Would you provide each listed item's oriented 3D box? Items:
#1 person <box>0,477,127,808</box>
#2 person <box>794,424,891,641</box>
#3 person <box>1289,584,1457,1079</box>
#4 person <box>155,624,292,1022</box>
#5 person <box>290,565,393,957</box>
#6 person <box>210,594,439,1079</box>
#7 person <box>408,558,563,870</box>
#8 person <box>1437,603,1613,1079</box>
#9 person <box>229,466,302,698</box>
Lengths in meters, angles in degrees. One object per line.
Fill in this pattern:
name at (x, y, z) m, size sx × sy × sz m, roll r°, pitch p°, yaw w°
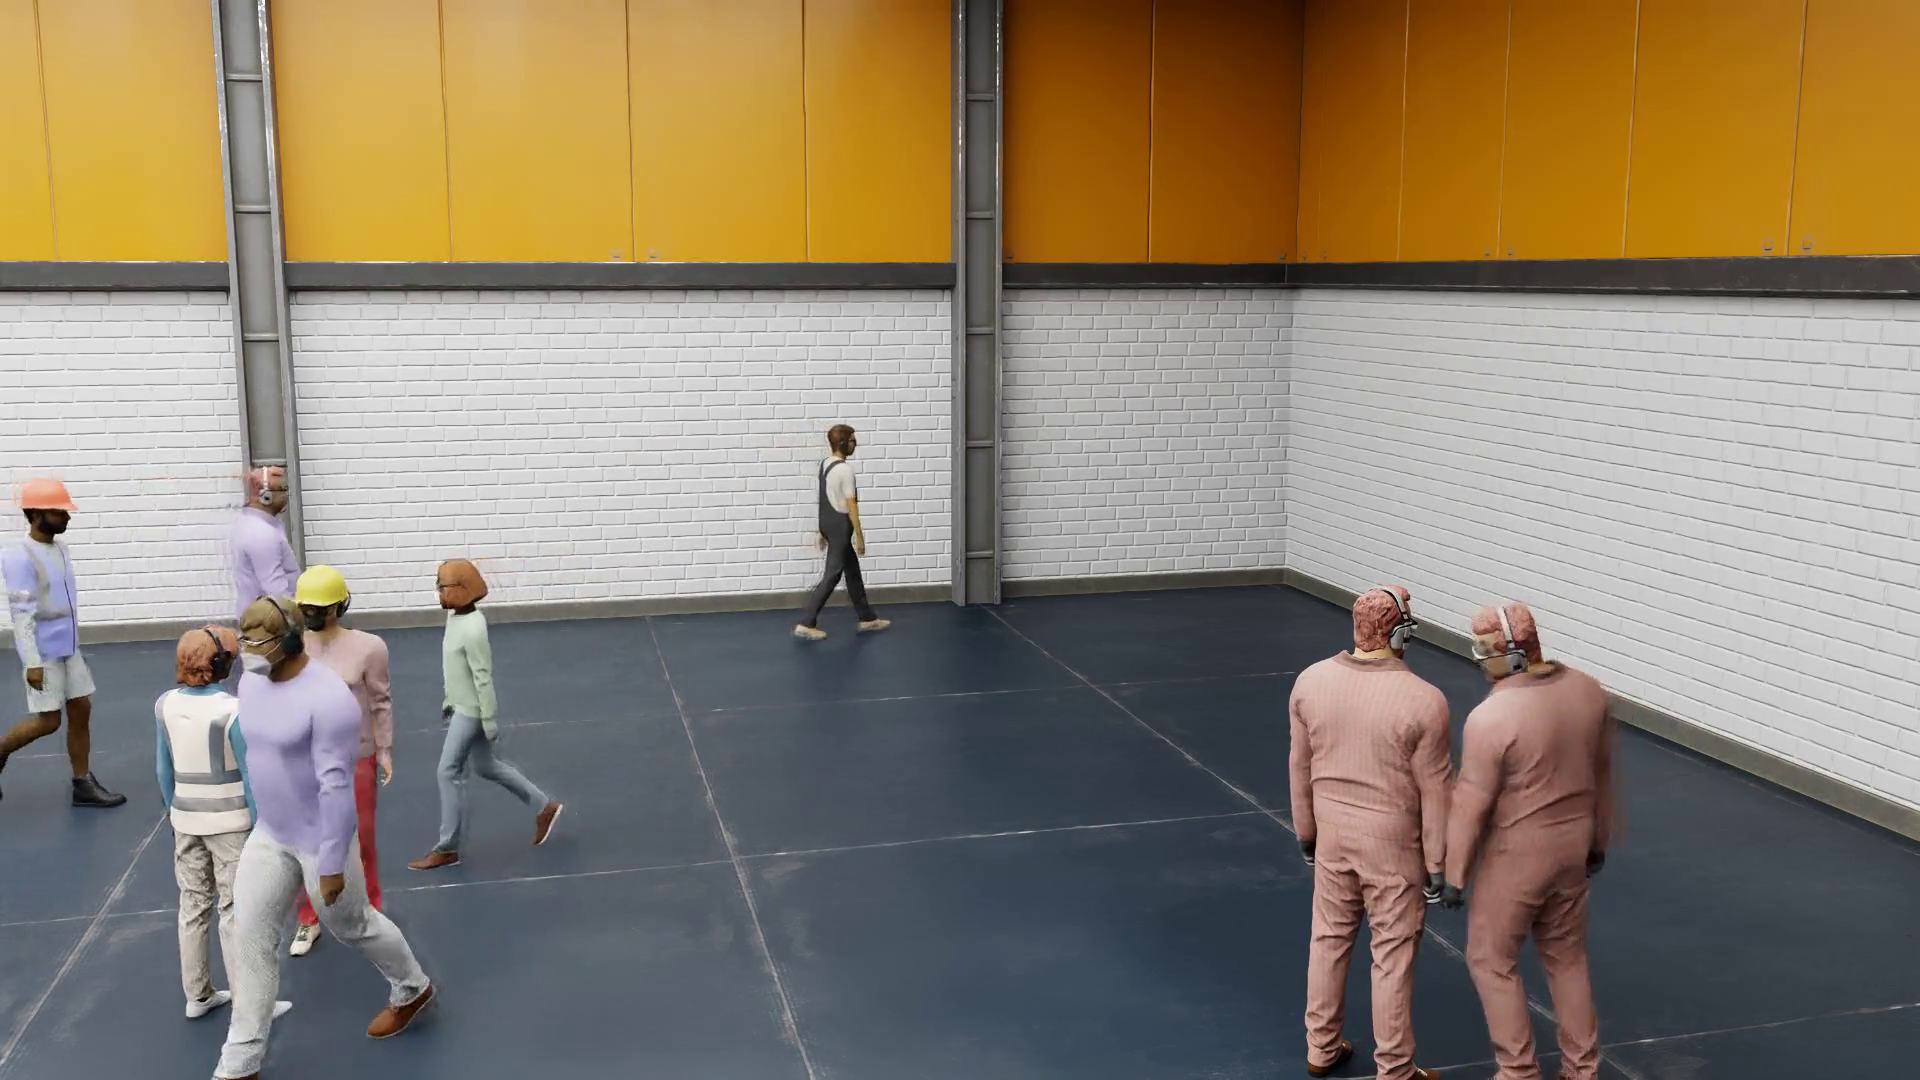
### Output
person at (-5.163, 0.596, 9.315) m, size 0.724 × 1.919 × 0.561 m, roll 0°, pitch 9°, yaw 2°
person at (-1.005, -0.072, 13.859) m, size 0.939 × 1.803 × 0.525 m, roll -5°, pitch 10°, yaw -26°
person at (1.537, 1.106, 6.155) m, size 0.651 × 1.907 × 0.409 m, roll 9°, pitch 12°, yaw 43°
person at (-2.989, 1.157, 6.700) m, size 0.525 × 1.643 × 0.310 m, roll 3°, pitch 10°, yaw 21°
person at (-2.798, 0.975, 7.420) m, size 0.528 × 1.765 × 0.328 m, roll -3°, pitch 9°, yaw -15°
person at (-2.430, 1.105, 6.270) m, size 0.632 × 1.886 × 1.043 m, roll 5°, pitch 11°, yaw 30°
person at (-2.462, 0.870, 8.576) m, size 0.747 × 1.606 × 0.495 m, roll -4°, pitch 10°, yaw -22°
person at (2.062, 1.150, 5.999) m, size 0.714 × 1.881 × 0.451 m, roll -5°, pitch 10°, yaw -29°
person at (-4.071, 0.484, 10.122) m, size 0.860 × 1.872 × 0.669 m, roll -5°, pitch 10°, yaw -28°
